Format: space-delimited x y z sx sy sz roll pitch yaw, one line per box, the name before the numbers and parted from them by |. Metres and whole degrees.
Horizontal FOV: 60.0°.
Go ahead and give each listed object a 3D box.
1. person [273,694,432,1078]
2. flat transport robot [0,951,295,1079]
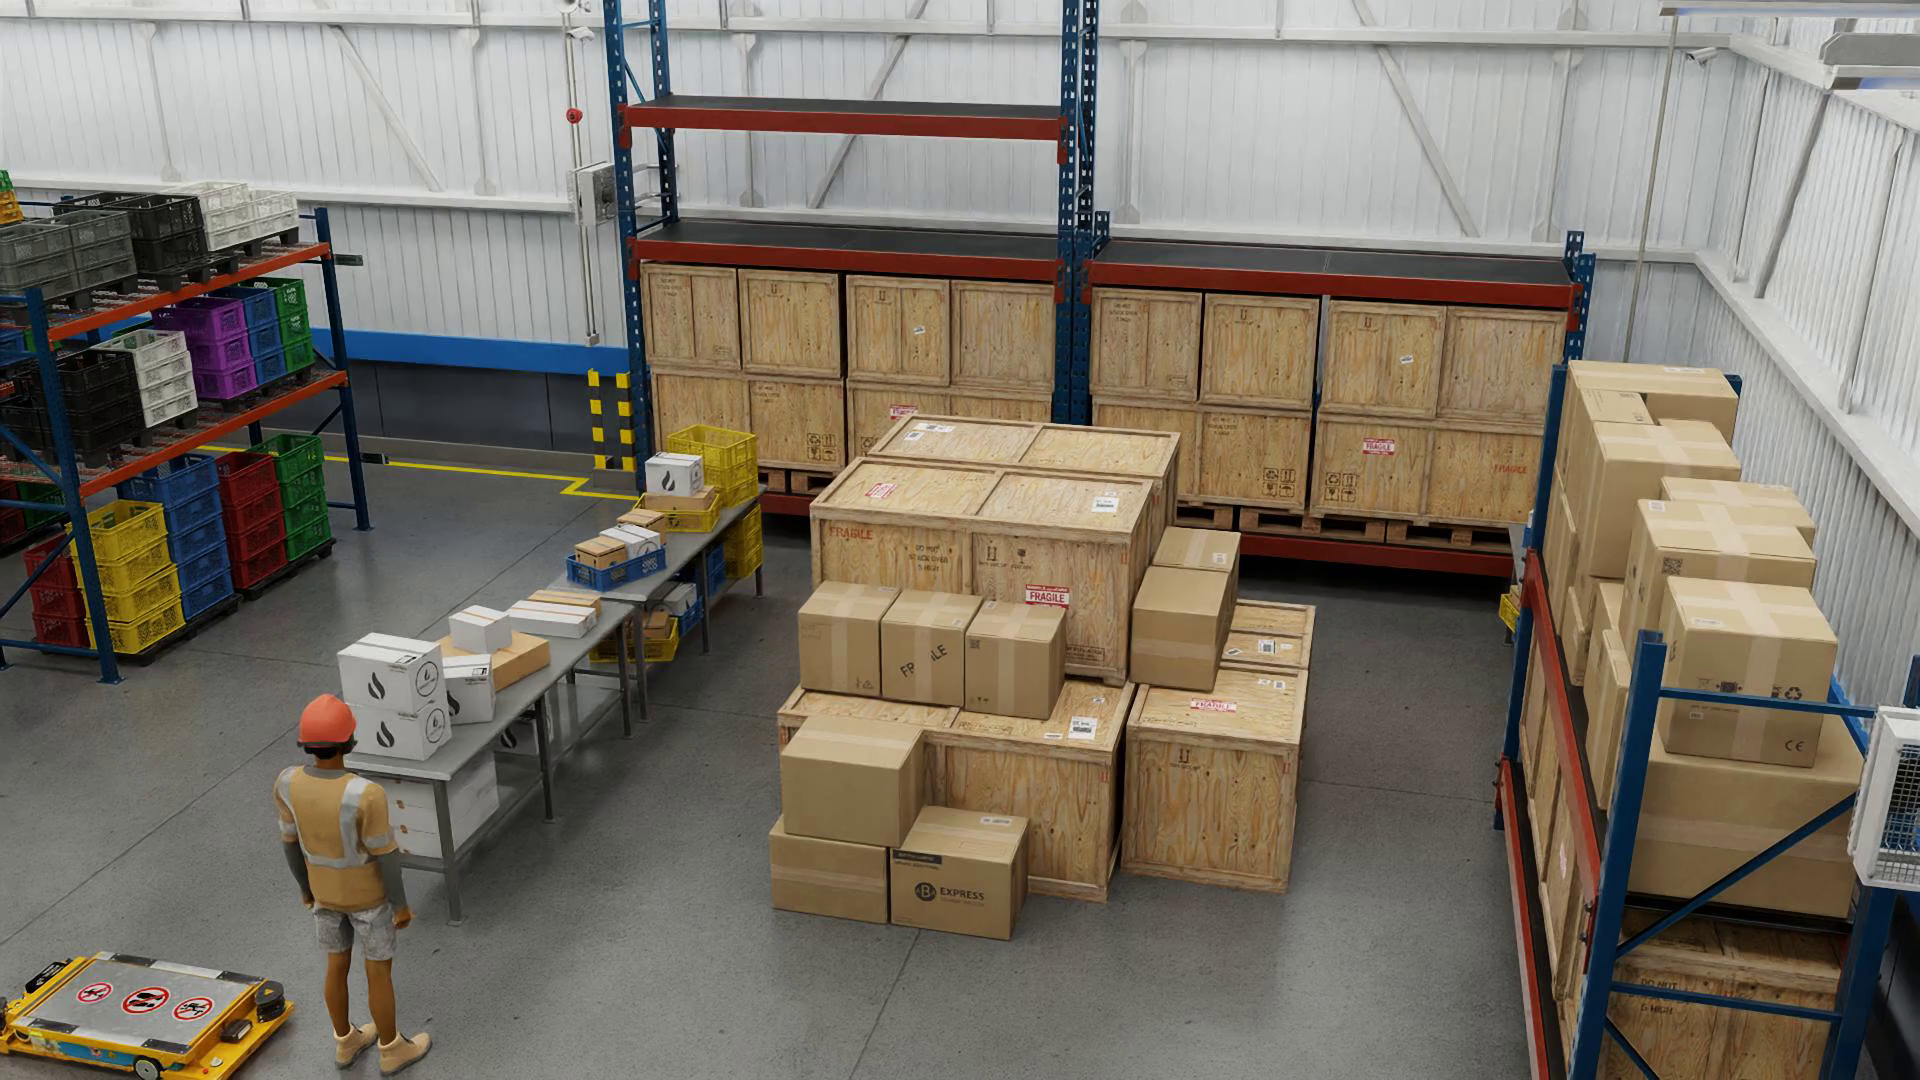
person | -2.968 1.693 8.129 0.613 2.046 0.359 6 22 16
flat transport robot | -4.270 2.464 8.601 1.431 0.231 0.659 5 22 13
